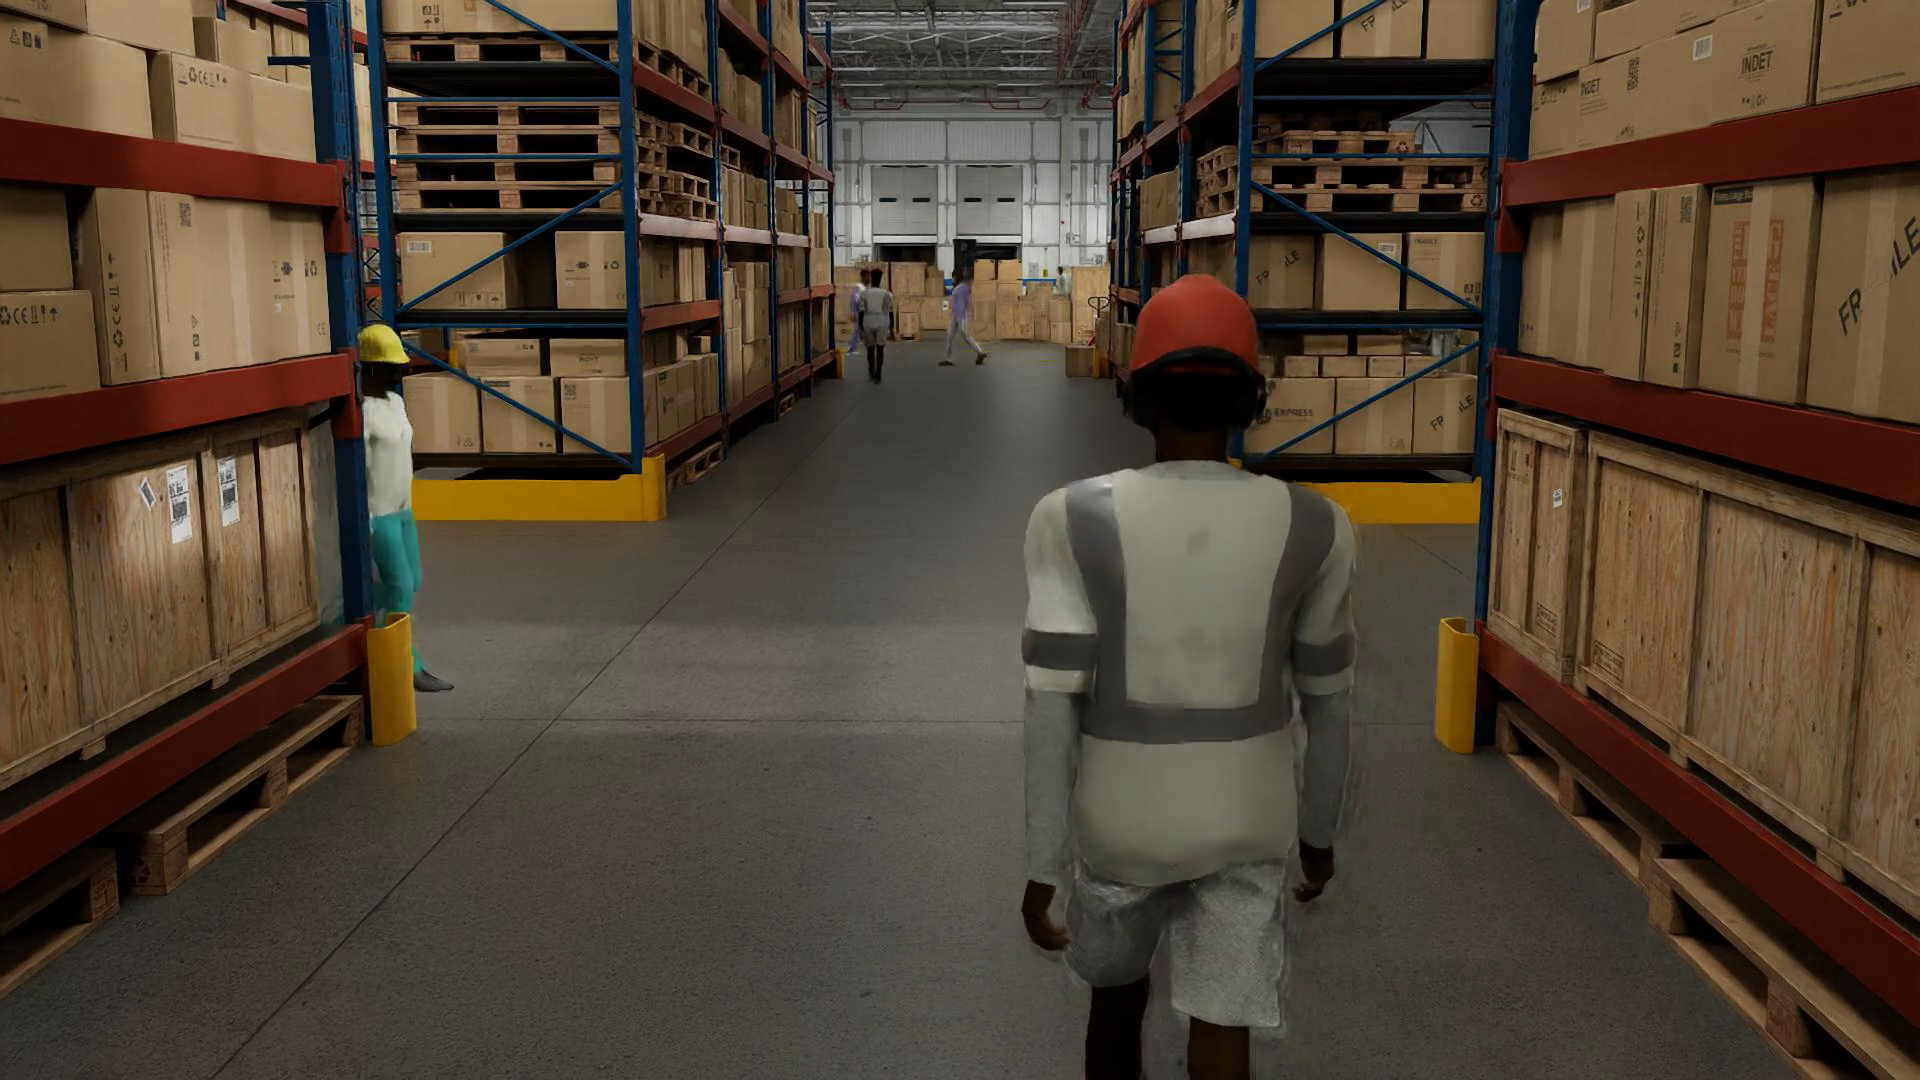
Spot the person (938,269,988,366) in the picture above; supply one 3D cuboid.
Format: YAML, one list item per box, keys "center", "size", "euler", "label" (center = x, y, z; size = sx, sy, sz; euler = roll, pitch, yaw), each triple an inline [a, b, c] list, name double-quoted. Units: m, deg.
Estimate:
- center: [0.073, -4.357, 32.613]
  size: [0.918, 1.908, 0.625]
  euler: [-3, 10, -18]
  label: "person"

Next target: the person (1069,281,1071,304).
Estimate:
- center: [4.248, -8.962, 60.982]
  size: [0.528, 1.623, 0.371]
  euler: [1, 9, 4]
  label: "person"

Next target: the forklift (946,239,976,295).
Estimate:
- center: [0.147, -8.977, 57.332]
  size: [1.873, 2.768, 1.129]
  euler: [7, 12, 36]
  label: "forklift"

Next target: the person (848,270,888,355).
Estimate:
- center: [-2.042, -4.939, 36.189]
  size: [1.013, 1.861, 0.594]
  euler: [3, 10, 18]
  label: "person"

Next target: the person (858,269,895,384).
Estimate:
- center: [-1.401, -3.578, 27.910]
  size: [0.614, 1.910, 1.063]
  euler: [0, 9, -1]
  label: "person"

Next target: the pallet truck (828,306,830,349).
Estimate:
- center: [-3.100, -3.940, 29.800]
  size: [1.885, 1.965, 0.823]
  euler: [3, 10, 19]
  label: "pallet truck"

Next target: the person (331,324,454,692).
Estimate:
- center: [-2.745, -0.135, 7.768]
  size: [0.601, 1.740, 0.541]
  euler: [1, 10, 6]
  label: "person"

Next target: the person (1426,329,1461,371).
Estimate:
- center: [7.763, -3.222, 26.697]
  size: [0.533, 1.588, 0.853]
  euler: [2, 10, 9]
  label: "person"

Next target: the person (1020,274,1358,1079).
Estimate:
- center: [0.422, 0.505, 3.191]
  size: [0.631, 1.988, 1.041]
  euler: [0, 9, -1]
  label: "person"

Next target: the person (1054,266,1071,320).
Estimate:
- center: [3.436, -8.559, 57.803]
  size: [1.019, 1.884, 0.655]
  euler: [-2, 10, -14]
  label: "person"

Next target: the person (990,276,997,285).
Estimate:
- center: [1.107, -8.391, 57.255]
  size: [0.333, 1.733, 0.480]
  euler: [-4, 10, -24]
  label: "person"
